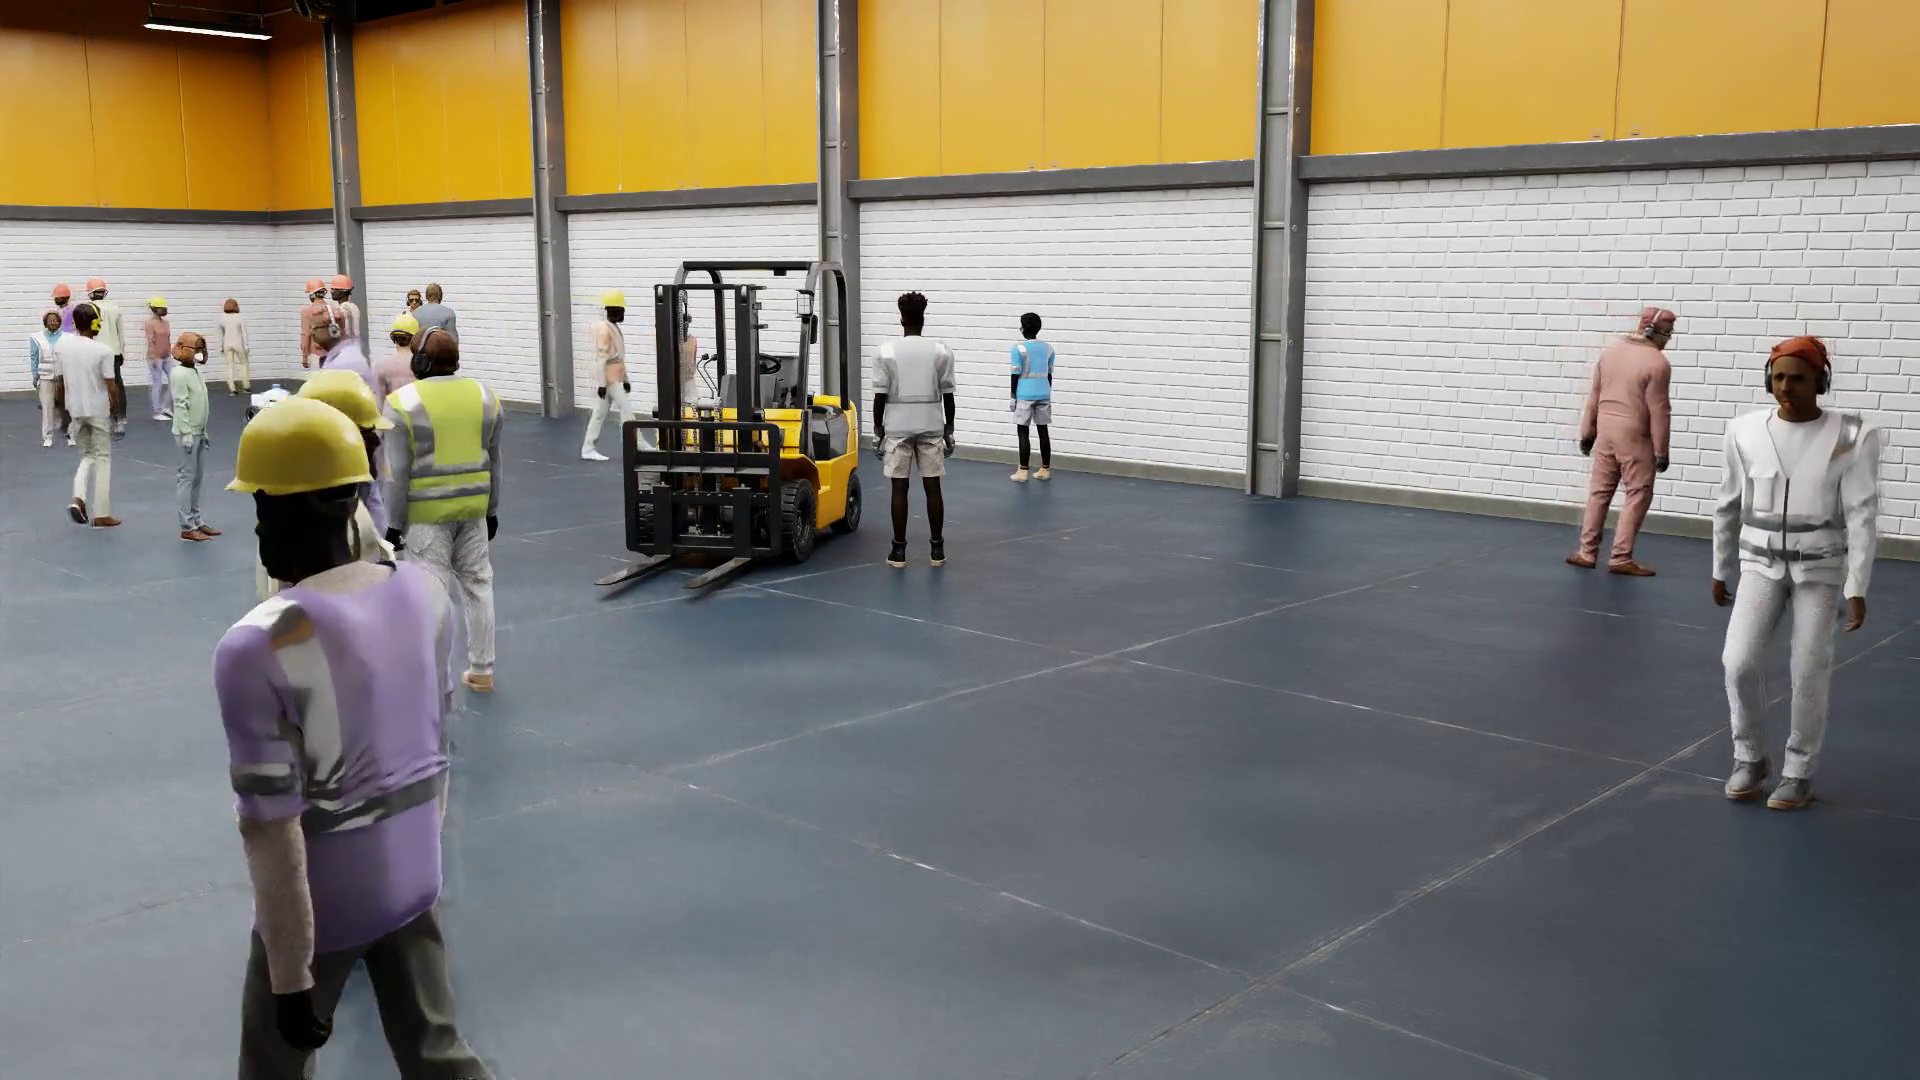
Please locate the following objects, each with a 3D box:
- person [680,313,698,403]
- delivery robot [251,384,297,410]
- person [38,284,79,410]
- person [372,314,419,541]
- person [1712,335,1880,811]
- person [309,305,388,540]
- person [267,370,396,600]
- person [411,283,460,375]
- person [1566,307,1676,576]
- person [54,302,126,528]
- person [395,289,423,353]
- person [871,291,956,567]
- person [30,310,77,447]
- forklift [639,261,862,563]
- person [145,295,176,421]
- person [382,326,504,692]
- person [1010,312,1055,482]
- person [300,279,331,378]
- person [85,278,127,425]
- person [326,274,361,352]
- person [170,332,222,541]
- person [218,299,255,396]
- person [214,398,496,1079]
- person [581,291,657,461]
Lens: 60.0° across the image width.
[{"bbox_3d":[-3.435,-1.997,20.437,0.509,1.590,0.903,-8,12,-41],"label":"person"},{"bbox_3d":[-9.240,-1.868,22.520,0.707,0.478,0.477,5,10,26],"label":"delivery robot"},{"bbox_3d":[-13.570,-2.939,25.309,0.943,1.894,0.555,-8,12,-41],"label":"person"},{"bbox_3d":[-4.297,-0.872,12.998,0.525,1.769,0.327,0,9,-2],"label":"person"},{"bbox_3d":[3.228,0.142,6.478,0.614,1.865,0.470,8,12,39],"label":"person"},{"bbox_3d":[-4.162,-0.613,11.067,0.744,1.878,0.663,-3,10,-18],"label":"person"},{"bbox_3d":[-1.879,0.387,5.118,0.437,1.817,0.627,-4,10,-24],"label":"person"},{"bbox_3d":[-6.800,-2.366,21.636,0.630,1.938,0.372,2,9,10],"label":"person"},{"bbox_3d":[4.641,-0.693,11.628,0.407,1.866,0.798,-4,10,-22],"label":"person"},{"bbox_3d":[-7.088,-1.009,13.575,0.546,1.853,0.414,1,9,6],"label":"person"},{"bbox_3d":[-7.317,-2.445,22.404,0.508,1.846,0.345,-4,10,-26],"label":"person"},{"bbox_3d":[-0.330,-0.784,11.852,0.612,1.962,0.364,-1,9,-9],"label":"person"},{"bbox_3d":[-10.795,-1.924,19.868,0.518,1.632,0.313,-4,10,-24],"label":"person"},{"bbox_3d":[-1.552,-1.040,12.721,1.214,2.155,2.313,2,9,11],"label":"forklift"},{"bbox_3d":[-11.147,-2.529,23.225,0.381,1.754,0.527,2,9,11],"label":"person"},{"bbox_3d":[-2.547,-0.126,8.186,0.429,1.847,0.625,9,13,42],"label":"person"},{"bbox_3d":[0.719,-1.424,16.614,0.535,1.691,0.319,-6,11,-34],"label":"person"},{"bbox_3d":[-8.642,-2.531,22.504,0.407,1.987,0.614,6,11,32],"label":"person"},{"bbox_3d":[-11.590,-2.532,22.473,0.395,1.994,0.612,5,11,28],"label":"person"},{"bbox_3d":[-7.806,-2.337,21.120,0.371,2.047,0.611,-1,9,-6],"label":"person"},{"bbox_3d":[-6.006,-0.812,13.034,0.282,1.633,0.498,-1,9,-8],"label":"person"},{"bbox_3d":[-12.191,-3.252,28.035,0.533,1.604,0.706,0,9,0],"label":"person"},{"bbox_3d":[-1.148,0.665,3.218,0.939,1.895,0.589,5,10,26],"label":"person"},{"bbox_3d":[-3.750,-1.791,18.287,0.974,1.870,0.609,-1,9,-3],"label":"person"}]
